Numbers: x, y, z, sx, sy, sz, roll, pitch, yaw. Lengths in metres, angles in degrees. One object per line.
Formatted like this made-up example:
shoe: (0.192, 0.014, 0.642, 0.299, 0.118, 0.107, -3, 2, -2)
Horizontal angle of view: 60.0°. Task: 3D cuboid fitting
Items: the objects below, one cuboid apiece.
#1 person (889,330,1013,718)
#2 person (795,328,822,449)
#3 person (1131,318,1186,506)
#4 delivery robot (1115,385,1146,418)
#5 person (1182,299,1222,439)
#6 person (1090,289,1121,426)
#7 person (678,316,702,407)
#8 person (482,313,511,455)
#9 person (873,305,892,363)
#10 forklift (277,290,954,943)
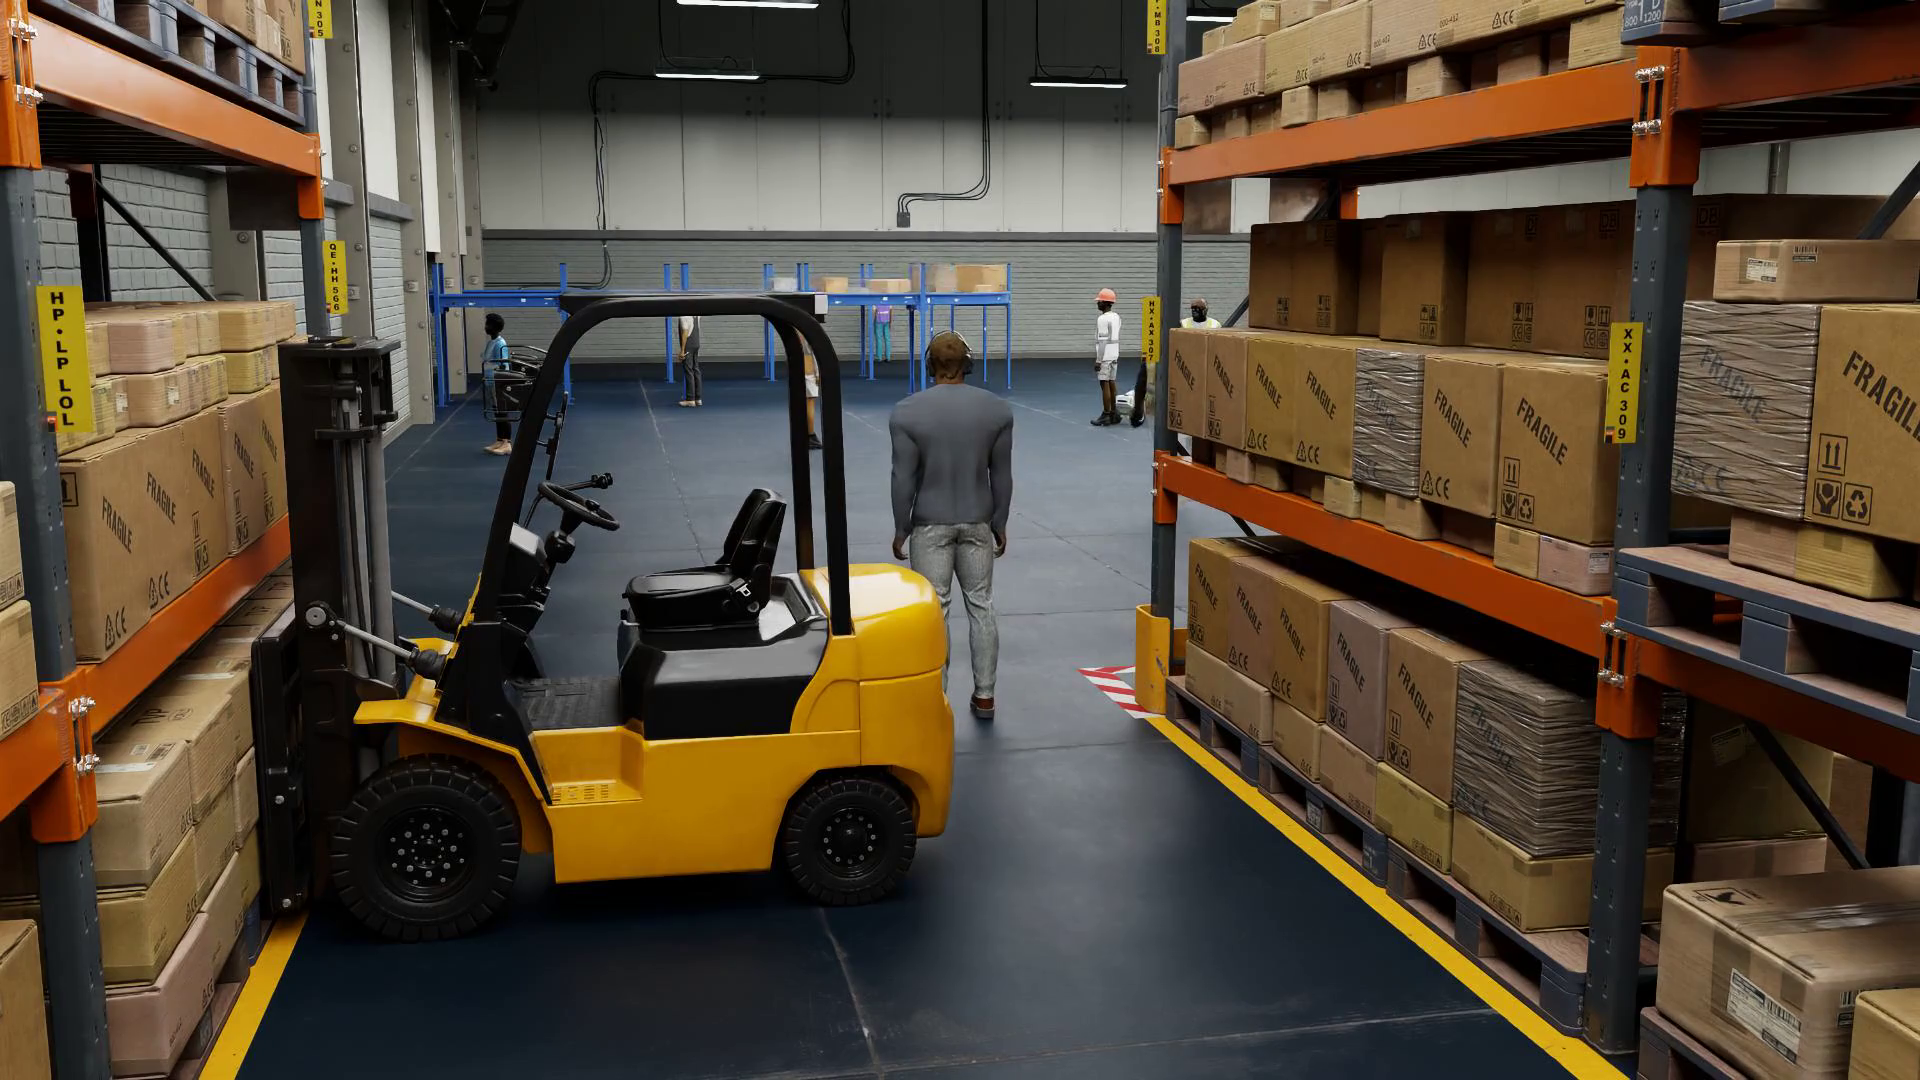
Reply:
person: (-0.047, -0.065, 8.265, 0.629, 1.937, 0.376, -3, 10, -15)
person: (-1.925, -2.111, 20.759, 0.542, 1.928, 0.375, 7, 12, 38)
person: (1.909, -1.186, 15.490, 0.639, 1.838, 0.561, 7, 11, 35)
delivery robot: (2.574, -2.002, 24.110, 0.477, 0.478, 0.707, 9, 13, 44)
person: (3.119, -2.233, 21.778, 0.624, 1.841, 0.430, 2, 10, 15)
person: (2.087, -2.621, 23.820, 0.347, 1.943, 0.545, 5, 11, 29)
person: (-4.399, -3.095, 27.008, 0.327, 1.843, 0.516, 4, 10, 21)
person: (-5.597, -1.887, 20.085, 0.318, 1.700, 0.533, -5, 11, -30)
person: (-1.860, -5.142, 39.503, 0.564, 1.838, 0.388, -6, 11, -33)
forklift: (-1.179, 0.175, 6.143, 2.313, 2.155, 1.214, -2, 10, -12)
